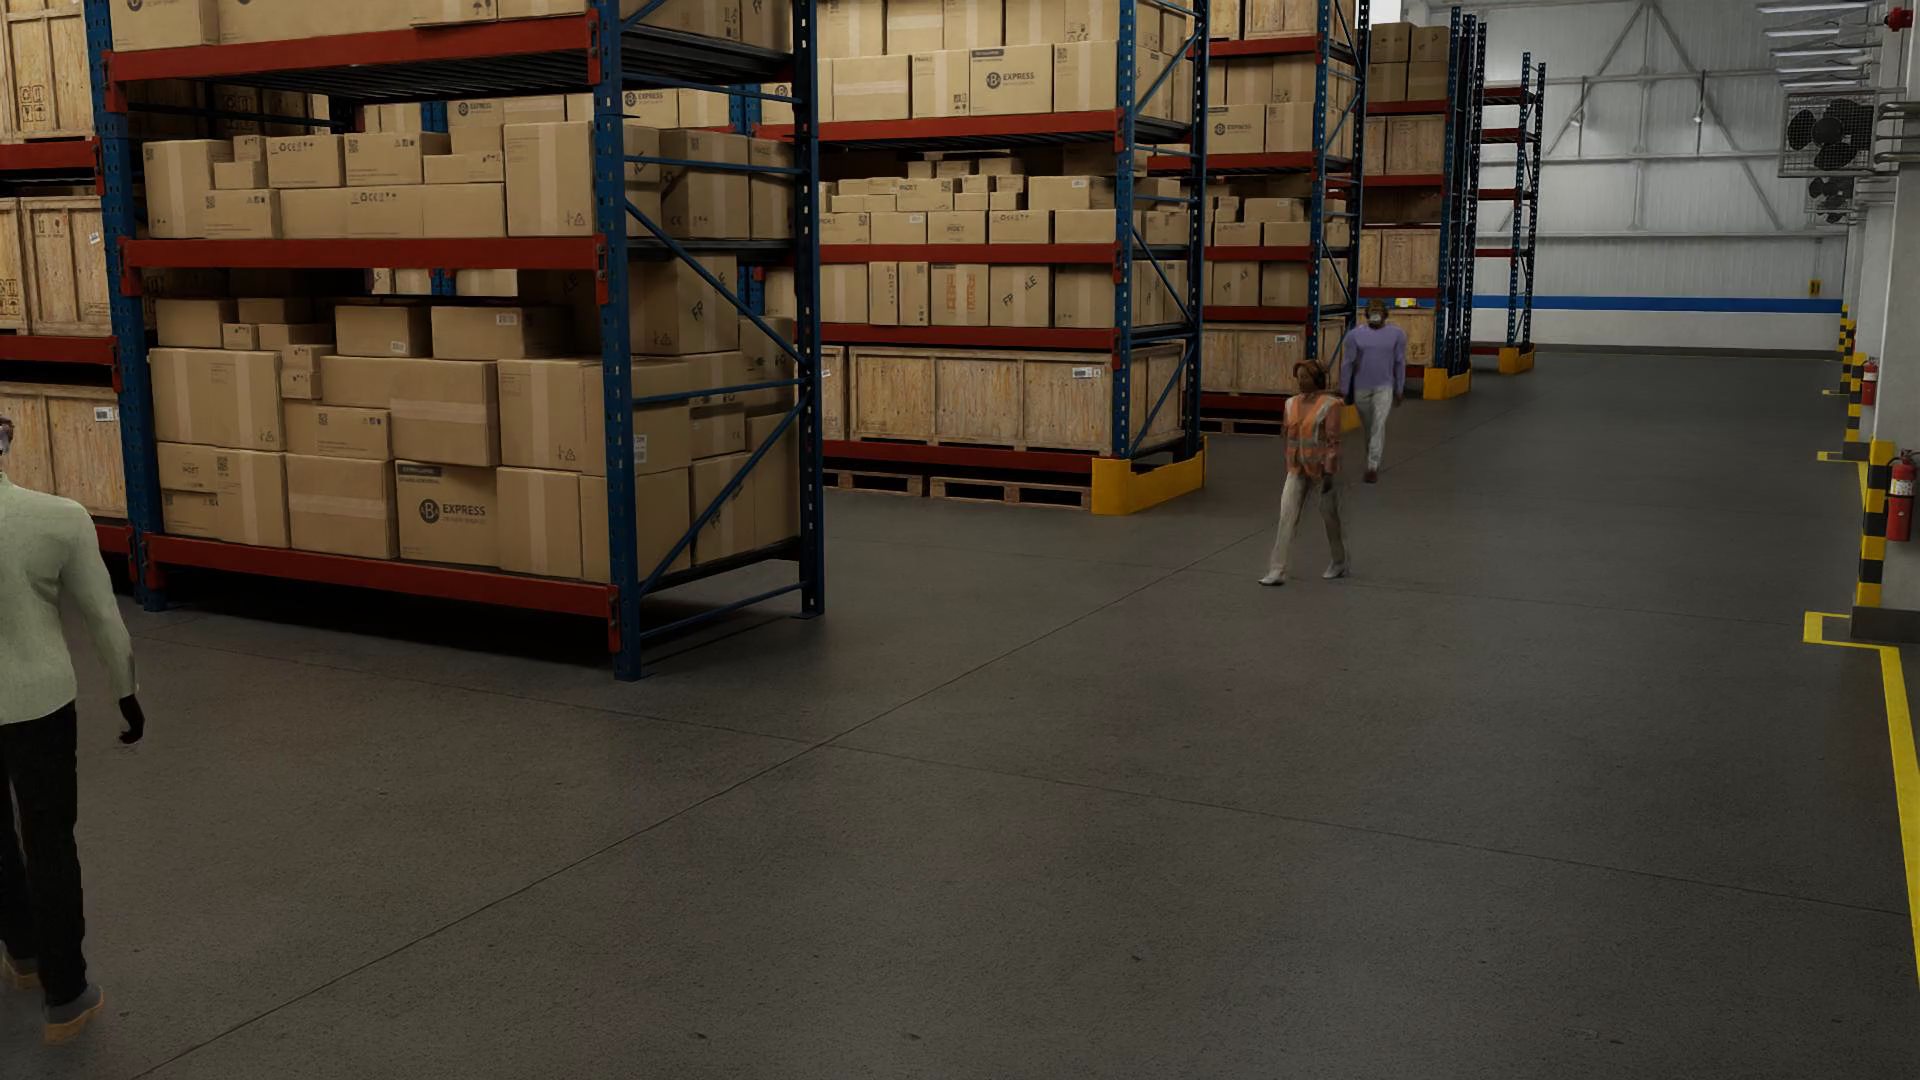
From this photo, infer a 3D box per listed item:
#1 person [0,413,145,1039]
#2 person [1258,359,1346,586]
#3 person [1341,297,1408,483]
[{"bbox_3d":[-2.900,0.481,5.106,0.699,1.954,0.851,-4,11,-22],"label":"person"},{"bbox_3d":[2.487,-0.477,11.733,0.862,1.597,0.528,-9,13,-42],"label":"person"},{"bbox_3d":[4.291,-1.571,17.251,0.641,1.896,1.042,4,10,21],"label":"person"}]
